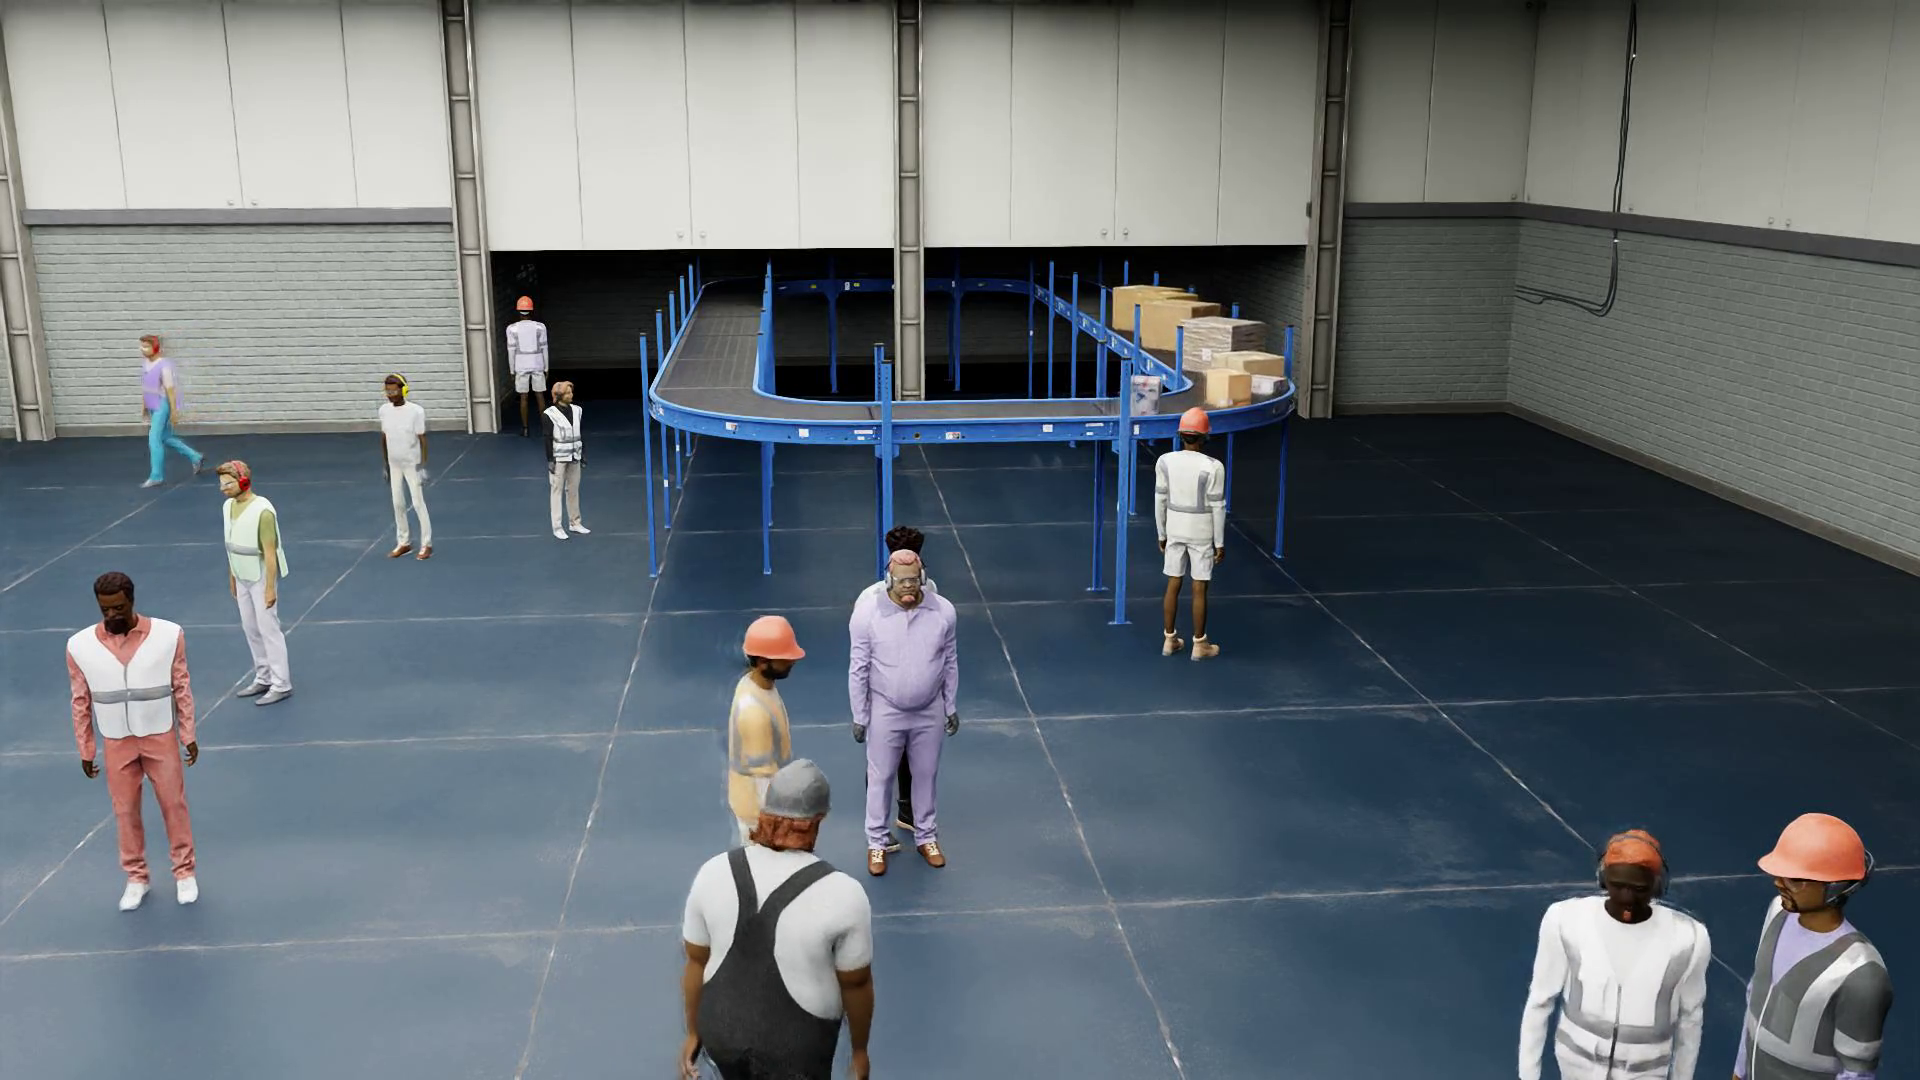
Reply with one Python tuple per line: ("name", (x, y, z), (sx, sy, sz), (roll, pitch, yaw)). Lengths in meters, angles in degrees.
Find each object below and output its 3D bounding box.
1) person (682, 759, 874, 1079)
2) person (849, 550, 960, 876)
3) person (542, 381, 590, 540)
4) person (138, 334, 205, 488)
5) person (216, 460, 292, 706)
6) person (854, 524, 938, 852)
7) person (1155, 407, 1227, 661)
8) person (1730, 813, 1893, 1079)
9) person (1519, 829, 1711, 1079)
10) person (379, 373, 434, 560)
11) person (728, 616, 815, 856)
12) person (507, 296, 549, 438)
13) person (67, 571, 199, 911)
("person", (-0.640, 1.751, 6.149), (0.704, 2.000, 0.980), (6, 15, 21))
("person", (-0.305, 0.979, 9.512), (0.652, 1.906, 0.403), (-4, 15, -16))
("person", (-4.109, -0.839, 17.329), (0.308, 1.638, 0.517), (9, 17, 33))
("person", (-9.504, -1.567, 19.876), (0.576, 1.820, 0.800), (14, 19, 43))
("person", (-5.240, 0.301, 12.380), (0.574, 1.832, 0.400), (10, 17, 36))
("person", (-0.350, 0.860, 9.870), (0.612, 1.961, 0.363), (-14, 19, -43))
("person", (1.856, -0.048, 13.333), (0.614, 2.048, 0.361), (10, 17, 34))
("person", (2.798, 1.883, 5.617), (0.372, 2.044, 0.607), (-1, 14, -5))
("person", (2.349, 1.895, 6.019), (0.583, 1.834, 1.011), (7, 15, 25))
("person", (-5.495, -0.725, 16.423), (0.527, 1.862, 0.326), (3, 14, 14))
("person", (-0.871, 1.296, 8.214), (0.615, 1.918, 0.586), (0, 14, -1))
("person", (-5.920, -2.370, 22.844), (0.543, 1.939, 0.362), (-4, 15, -17))
("person", (-4.506, 1.080, 9.109), (0.599, 1.908, 0.400), (-5, 15, -20))
